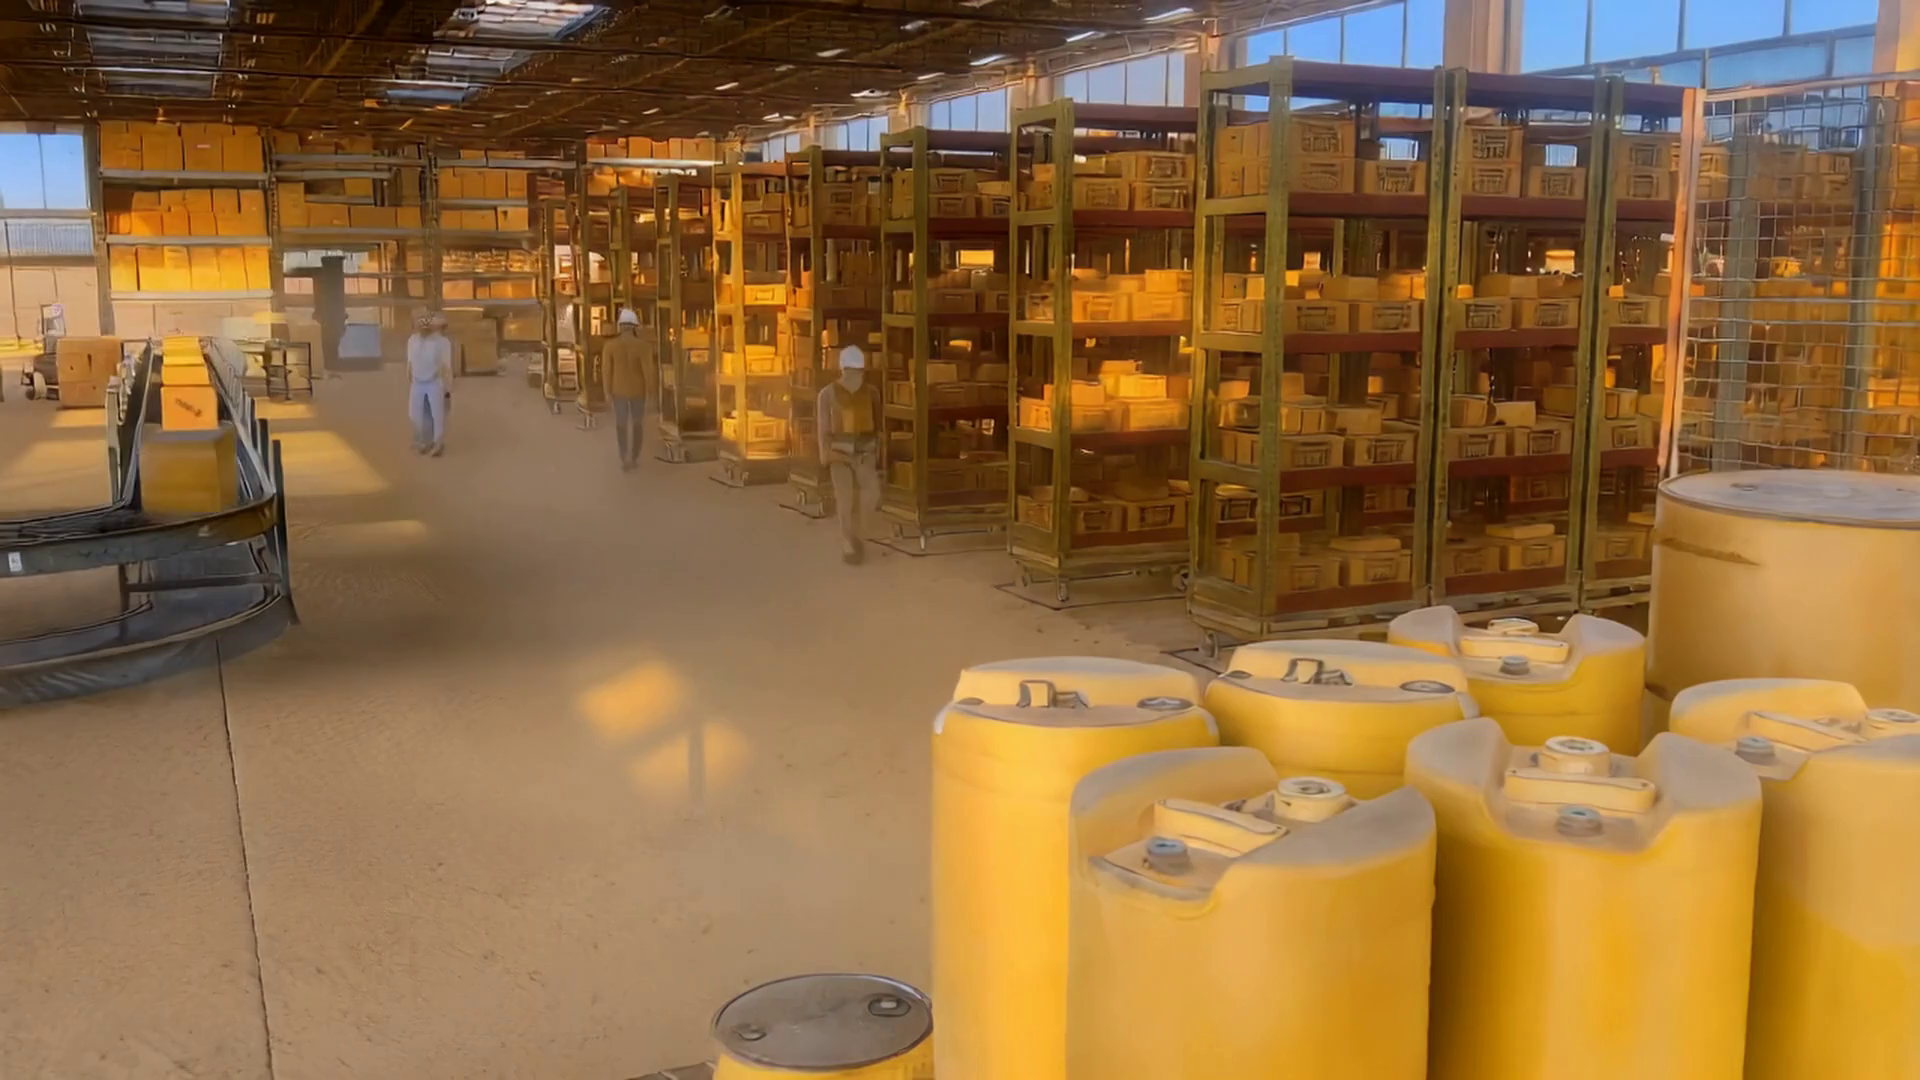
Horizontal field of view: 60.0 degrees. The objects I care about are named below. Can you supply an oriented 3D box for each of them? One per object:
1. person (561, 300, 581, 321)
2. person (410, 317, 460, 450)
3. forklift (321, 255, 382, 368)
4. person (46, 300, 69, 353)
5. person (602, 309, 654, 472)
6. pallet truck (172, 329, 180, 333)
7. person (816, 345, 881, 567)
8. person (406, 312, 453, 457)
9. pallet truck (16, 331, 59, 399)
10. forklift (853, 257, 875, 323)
[{"bbox_3d":[-9.433,-5.063,40.404,0.606,1.941,0.412,3,10,18],"label":"person"},{"bbox_3d":[-7.179,-2.120,22.605,0.592,1.797,0.588,3,10,19],"label":"person"},{"bbox_3d":[-15.438,-5.648,41.130,1.873,2.768,1.129,-6,11,-34],"label":"forklift"},{"bbox_3d":[-19.550,-4.265,35.906,0.870,1.790,0.623,-5,11,-30],"label":"person"},{"bbox_3d":[-4.033,-1.816,20.208,0.622,1.966,0.929,-2,9,-11],"label":"person"},{"bbox_3d":[-17.275,-3.851,35.096,1.601,1.201,0.680,0,9,1],"label":"pallet truck"},{"bbox_3d":[-0.894,-0.685,13.626,0.596,1.818,0.423,-5,10,-27],"label":"person"},{"bbox_3d":[-6.906,-2.010,21.614,0.669,1.889,0.443,2,9,10],"label":"person"},{"bbox_3d":[-17.082,-3.353,31.781,1.630,1.274,0.653,-4,10,-25],"label":"pallet truck"},{"bbox_3d":[-2.790,-6.739,47.901,1.873,2.768,1.129,-4,10,-25],"label":"forklift"}]
